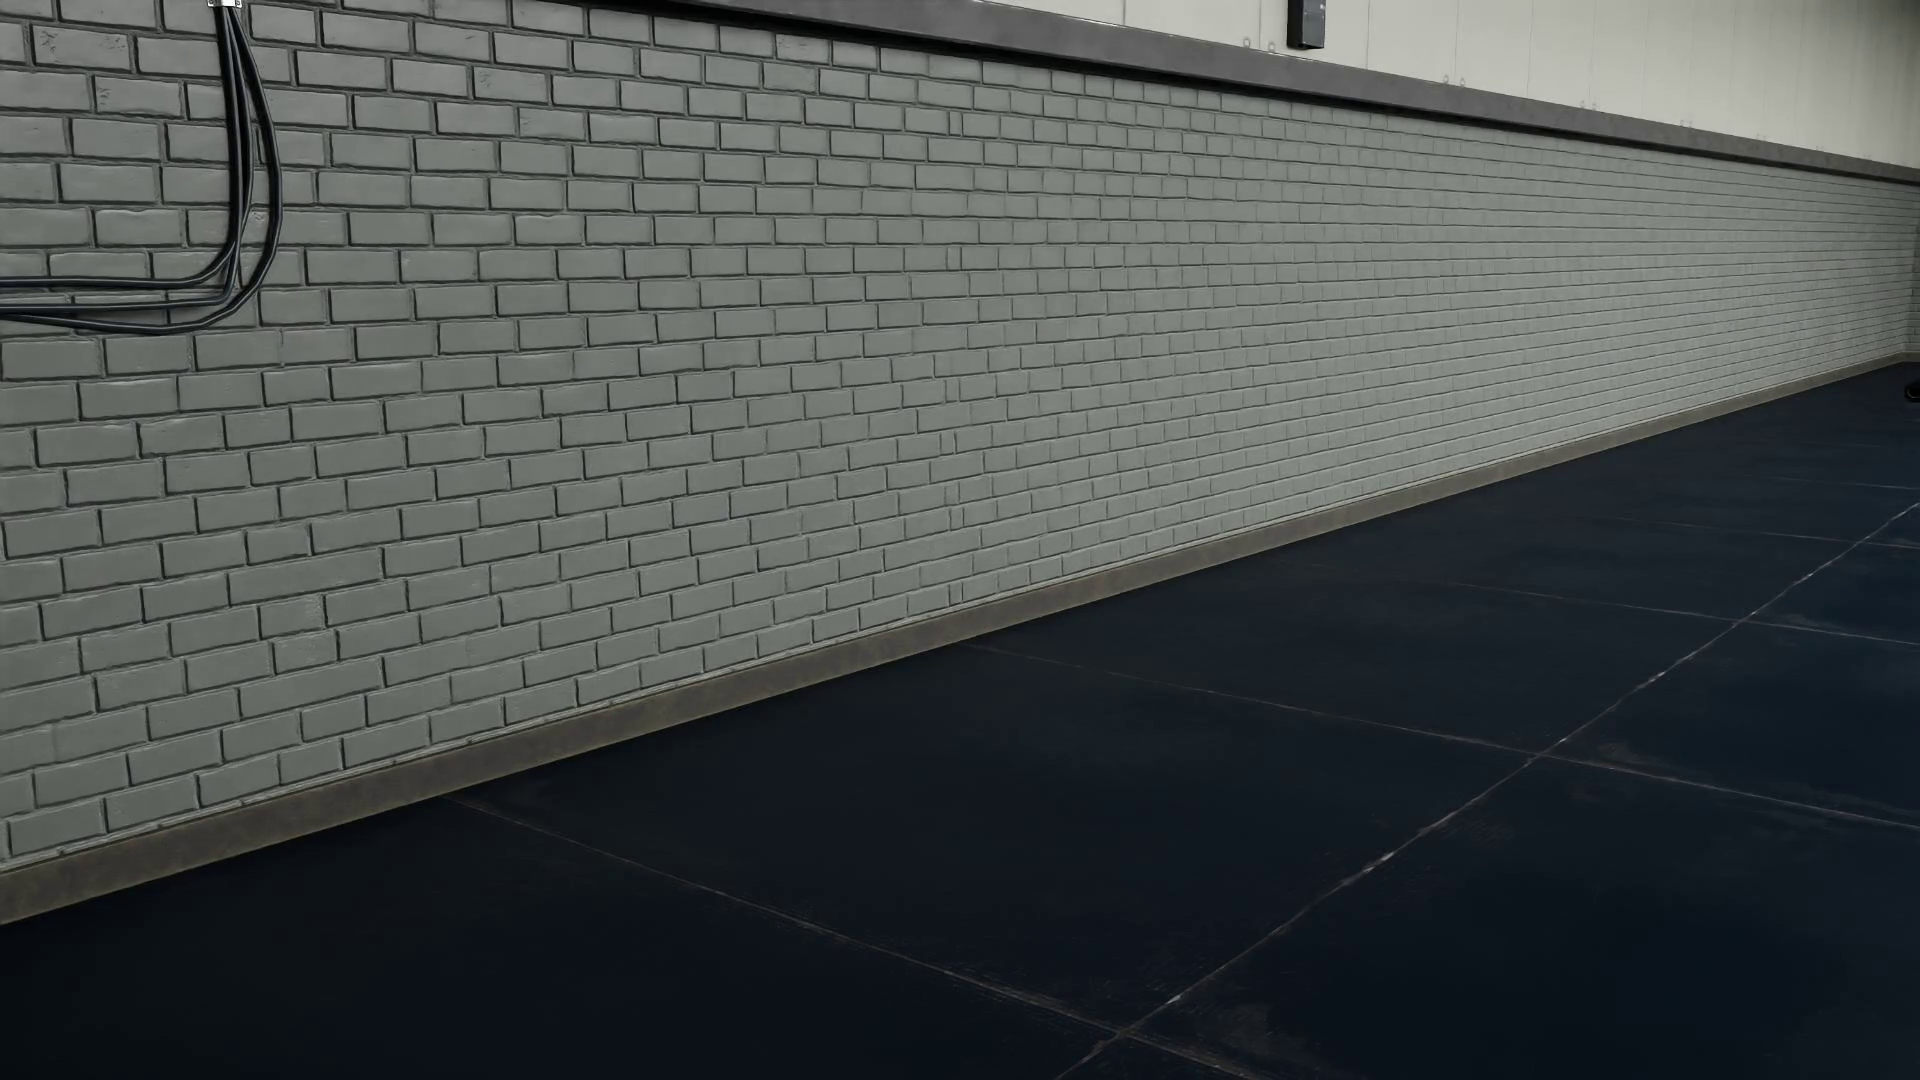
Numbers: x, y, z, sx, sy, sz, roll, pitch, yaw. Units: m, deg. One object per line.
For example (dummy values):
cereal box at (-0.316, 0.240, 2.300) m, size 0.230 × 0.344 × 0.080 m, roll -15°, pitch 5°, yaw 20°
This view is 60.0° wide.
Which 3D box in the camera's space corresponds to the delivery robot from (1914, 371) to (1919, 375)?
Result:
delivery robot at (12.198, -2.128, 20.559) m, size 0.335 × 0.223 × 0.698 m, roll -6°, pitch 12°, yaw -30°
